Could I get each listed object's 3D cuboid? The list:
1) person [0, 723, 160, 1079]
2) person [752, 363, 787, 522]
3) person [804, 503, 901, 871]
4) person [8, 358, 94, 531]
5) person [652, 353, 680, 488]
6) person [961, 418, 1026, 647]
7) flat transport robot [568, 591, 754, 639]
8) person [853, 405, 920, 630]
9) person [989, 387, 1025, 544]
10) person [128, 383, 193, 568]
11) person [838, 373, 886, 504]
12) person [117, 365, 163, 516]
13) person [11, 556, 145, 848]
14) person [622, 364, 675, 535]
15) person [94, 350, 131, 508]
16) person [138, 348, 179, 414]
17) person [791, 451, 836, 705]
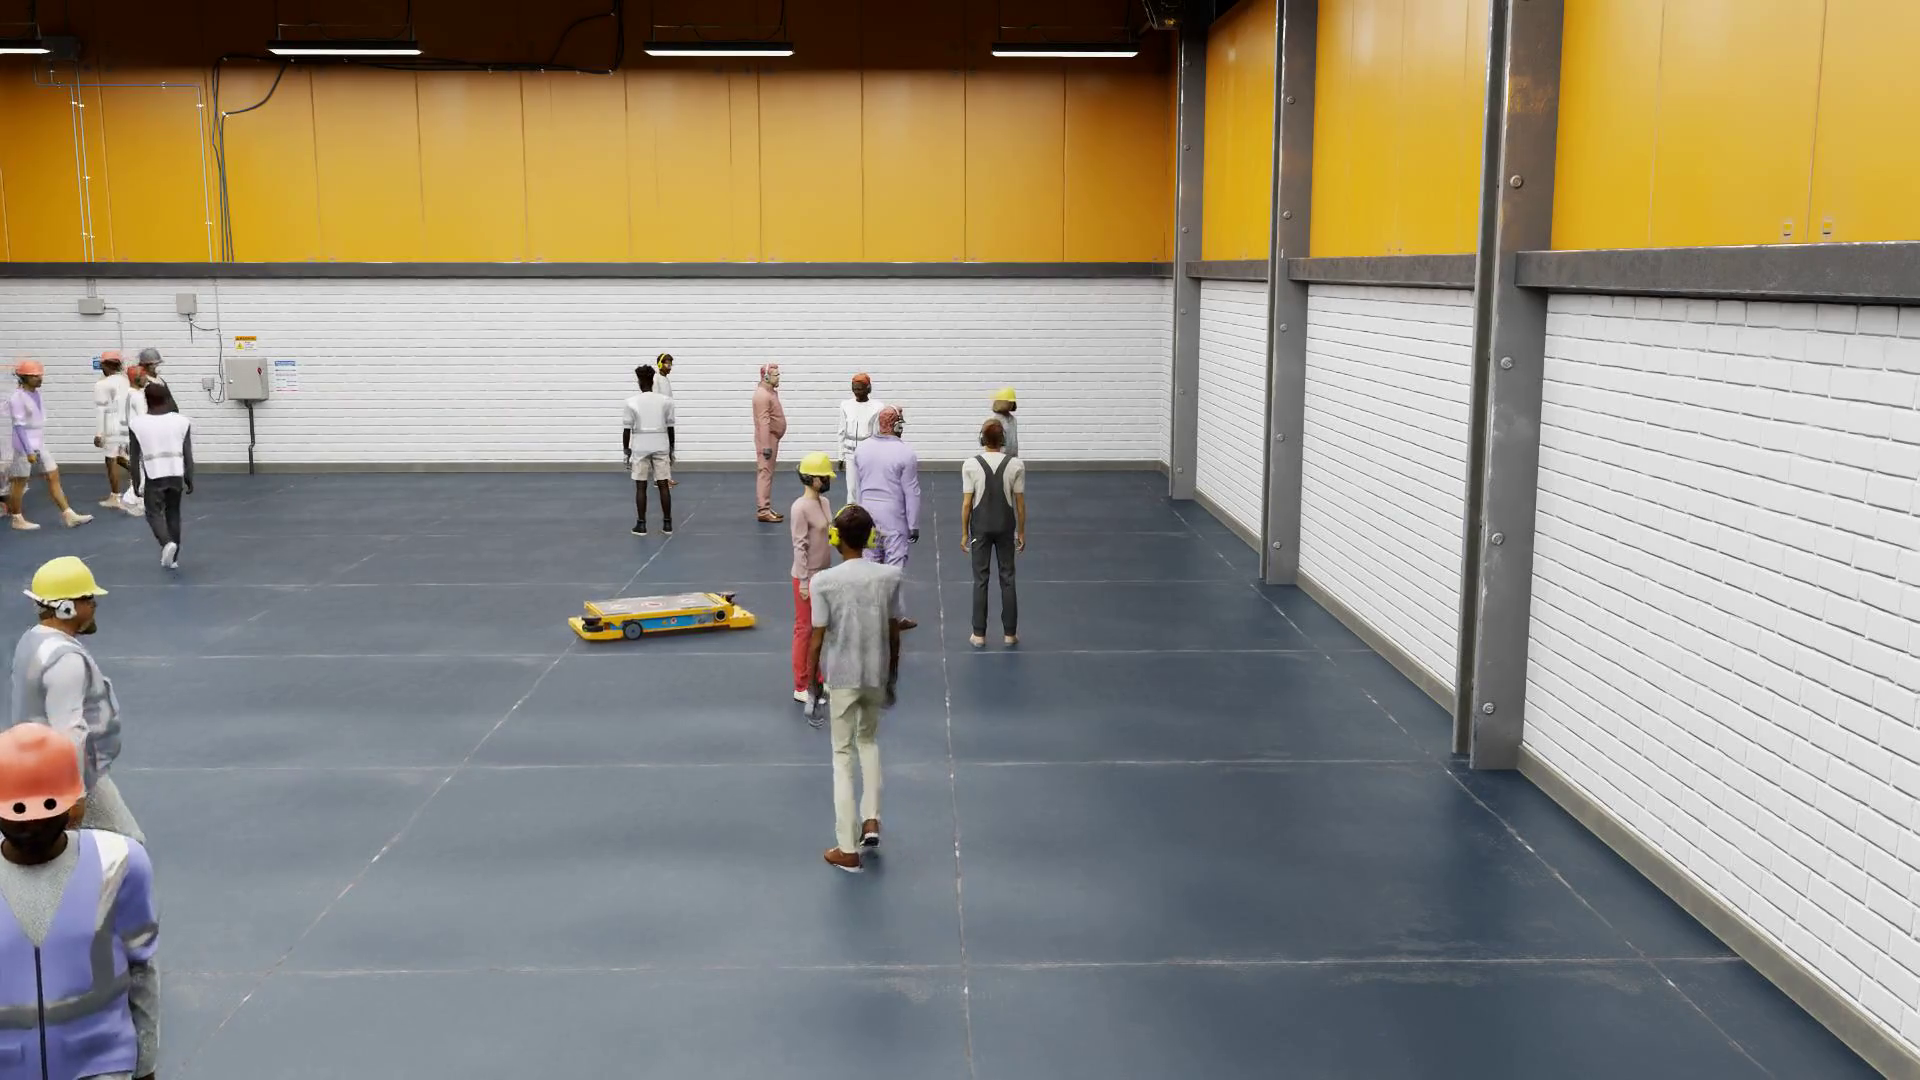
[{"bbox_3d":[-2.324,1.401,4.239,0.544,1.902,0.760,-4,10,-23],"label":"person"},{"bbox_3d":[-2.284,-1.171,20.018,0.400,1.907,0.645,0,9,-2],"label":"person"},{"bbox_3d":[-0.540,0.744,8.467,0.569,1.842,0.485,-4,10,-25],"label":"person"},{"bbox_3d":[-10.568,-1.082,19.175,0.992,1.997,0.640,0,9,1],"label":"person"},{"bbox_3d":[-4.118,-1.666,23.183,0.328,1.865,0.520,1,9,8],"label":"person"},{"bbox_3d":[0.266,-0.056,13.371,0.519,1.842,0.330,-1,9,-3],"label":"person"},{"bbox_3d":[-2.517,0.626,13.998,1.431,0.197,0.652,-4,10,-25],"label":"flat transport robot"},{"bbox_3d":[-0.590,-0.181,13.989,0.646,1.901,0.401,7,11,35],"label":"person"},{"bbox_3d":[0.513,-0.828,18.429,0.346,1.742,0.507,8,12,42],"label":"person"},{"bbox_3d":[-8.005,-0.631,16.738,0.593,1.899,0.632,-8,12,-39],"label":"person"},{"bbox_3d":[-1.097,-0.924,18.557,0.573,1.887,0.354,3,10,17],"label":"person"},{"bbox_3d":[-10.091,-1.199,20.343,0.450,1.874,0.591,-7,12,-39],"label":"person"},{"bbox_3d":[-3.784,0.971,7.156,0.492,1.812,0.629,-8,12,-41],"label":"person"},{"bbox_3d":[-3.558,-1.029,19.031,0.617,1.953,0.402,-3,10,-20],"label":"person"},{"bbox_3d":[-10.635,-1.399,21.095,0.621,2.013,0.638,2,9,10],"label":"person"},{"bbox_3d":[-10.506,-1.512,21.693,0.599,2.000,0.694,-1,9,-5],"label":"person"},{"bbox_3d":[-1.014,0.259,11.677,0.309,1.769,0.524,3,10,17],"label":"person"}]
